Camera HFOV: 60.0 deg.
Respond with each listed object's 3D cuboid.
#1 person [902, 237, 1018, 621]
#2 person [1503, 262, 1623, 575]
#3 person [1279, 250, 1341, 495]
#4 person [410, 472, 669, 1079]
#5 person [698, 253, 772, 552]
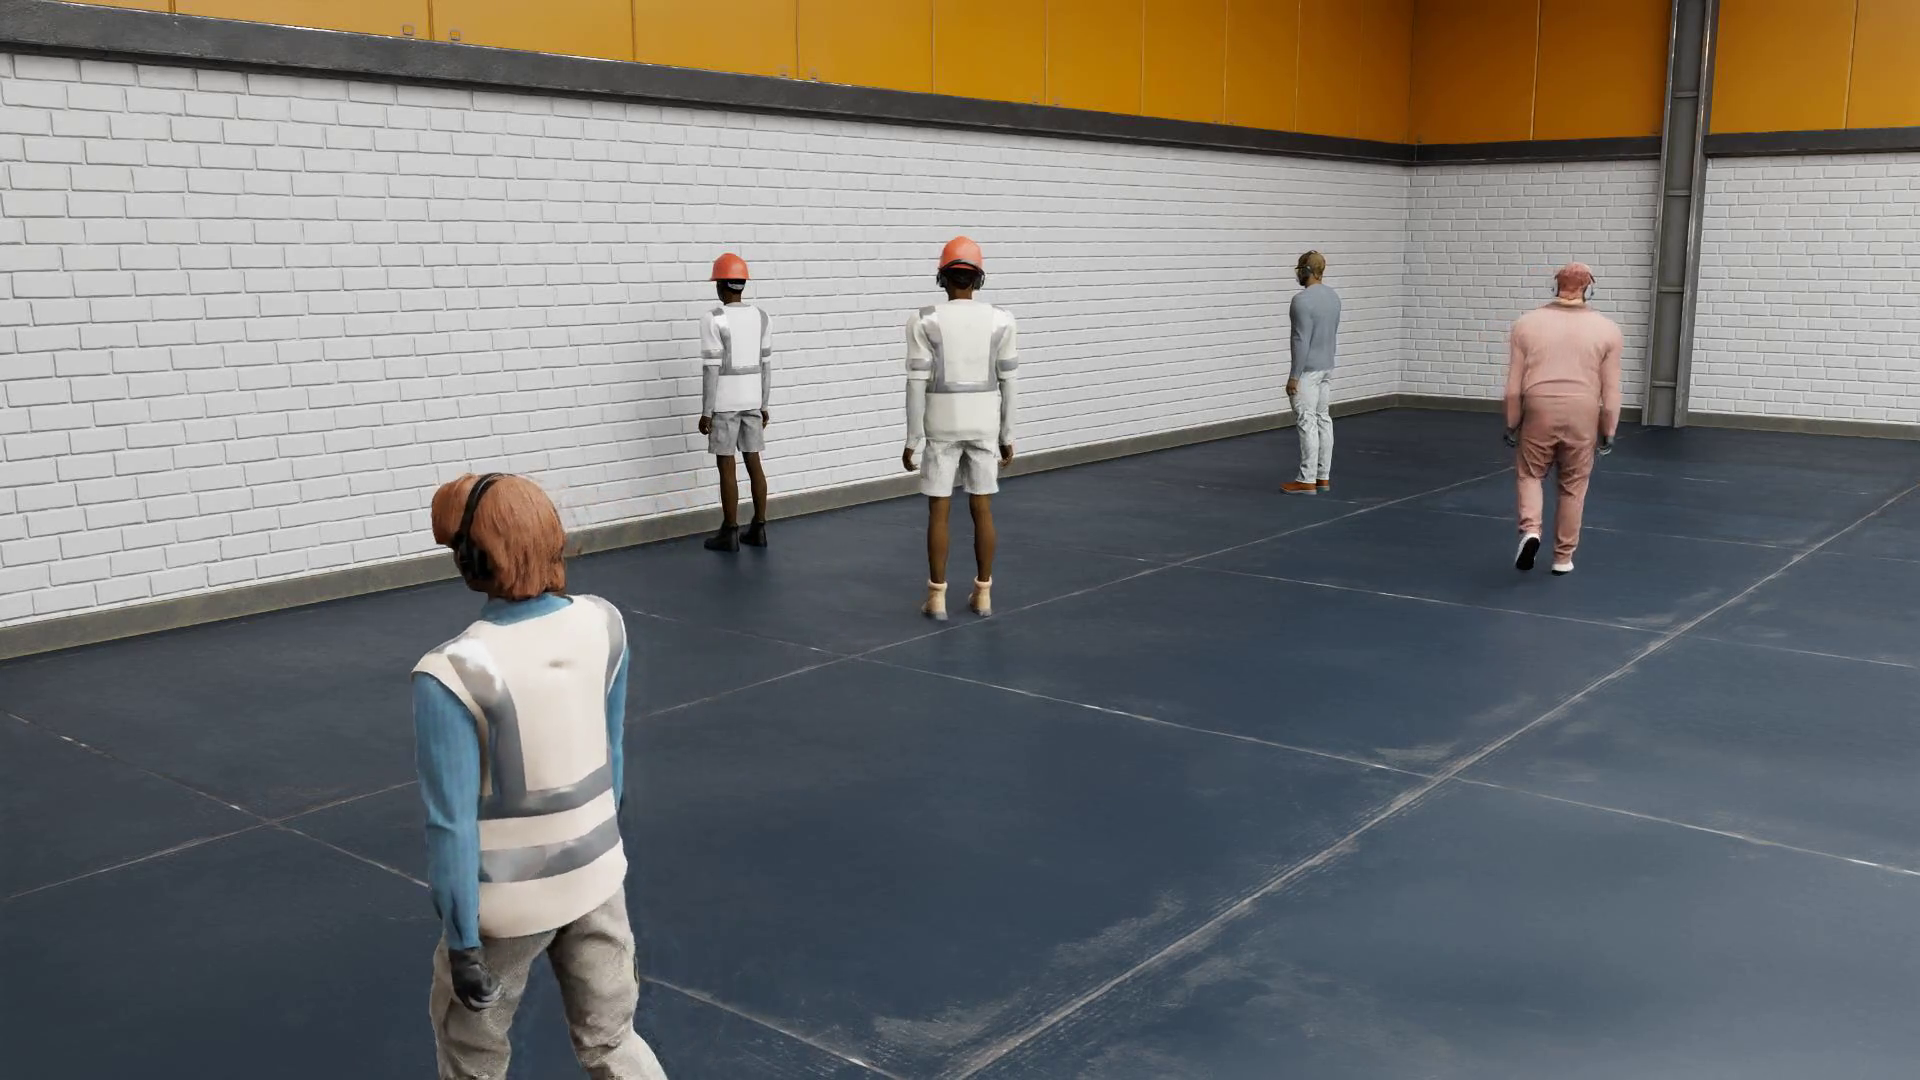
[{"bbox_3d":[-0.006,-0.582,8.920,0.635,2.037,0.431,-3,11,-14],"label":"person"},{"bbox_3d":[3.597,-0.707,9.944,0.671,1.893,0.542,4,11,23],"label":"person"},{"bbox_3d":[2.804,-1.333,13.300,0.354,1.938,0.635,8,13,38],"label":"person"},{"bbox_3d":[-0.747,0.671,3.105,0.730,1.612,0.516,7,13,35],"label":"person"},{"bbox_3d":[-1.483,-0.893,10.865,0.356,1.936,0.551,10,14,44],"label":"person"}]
